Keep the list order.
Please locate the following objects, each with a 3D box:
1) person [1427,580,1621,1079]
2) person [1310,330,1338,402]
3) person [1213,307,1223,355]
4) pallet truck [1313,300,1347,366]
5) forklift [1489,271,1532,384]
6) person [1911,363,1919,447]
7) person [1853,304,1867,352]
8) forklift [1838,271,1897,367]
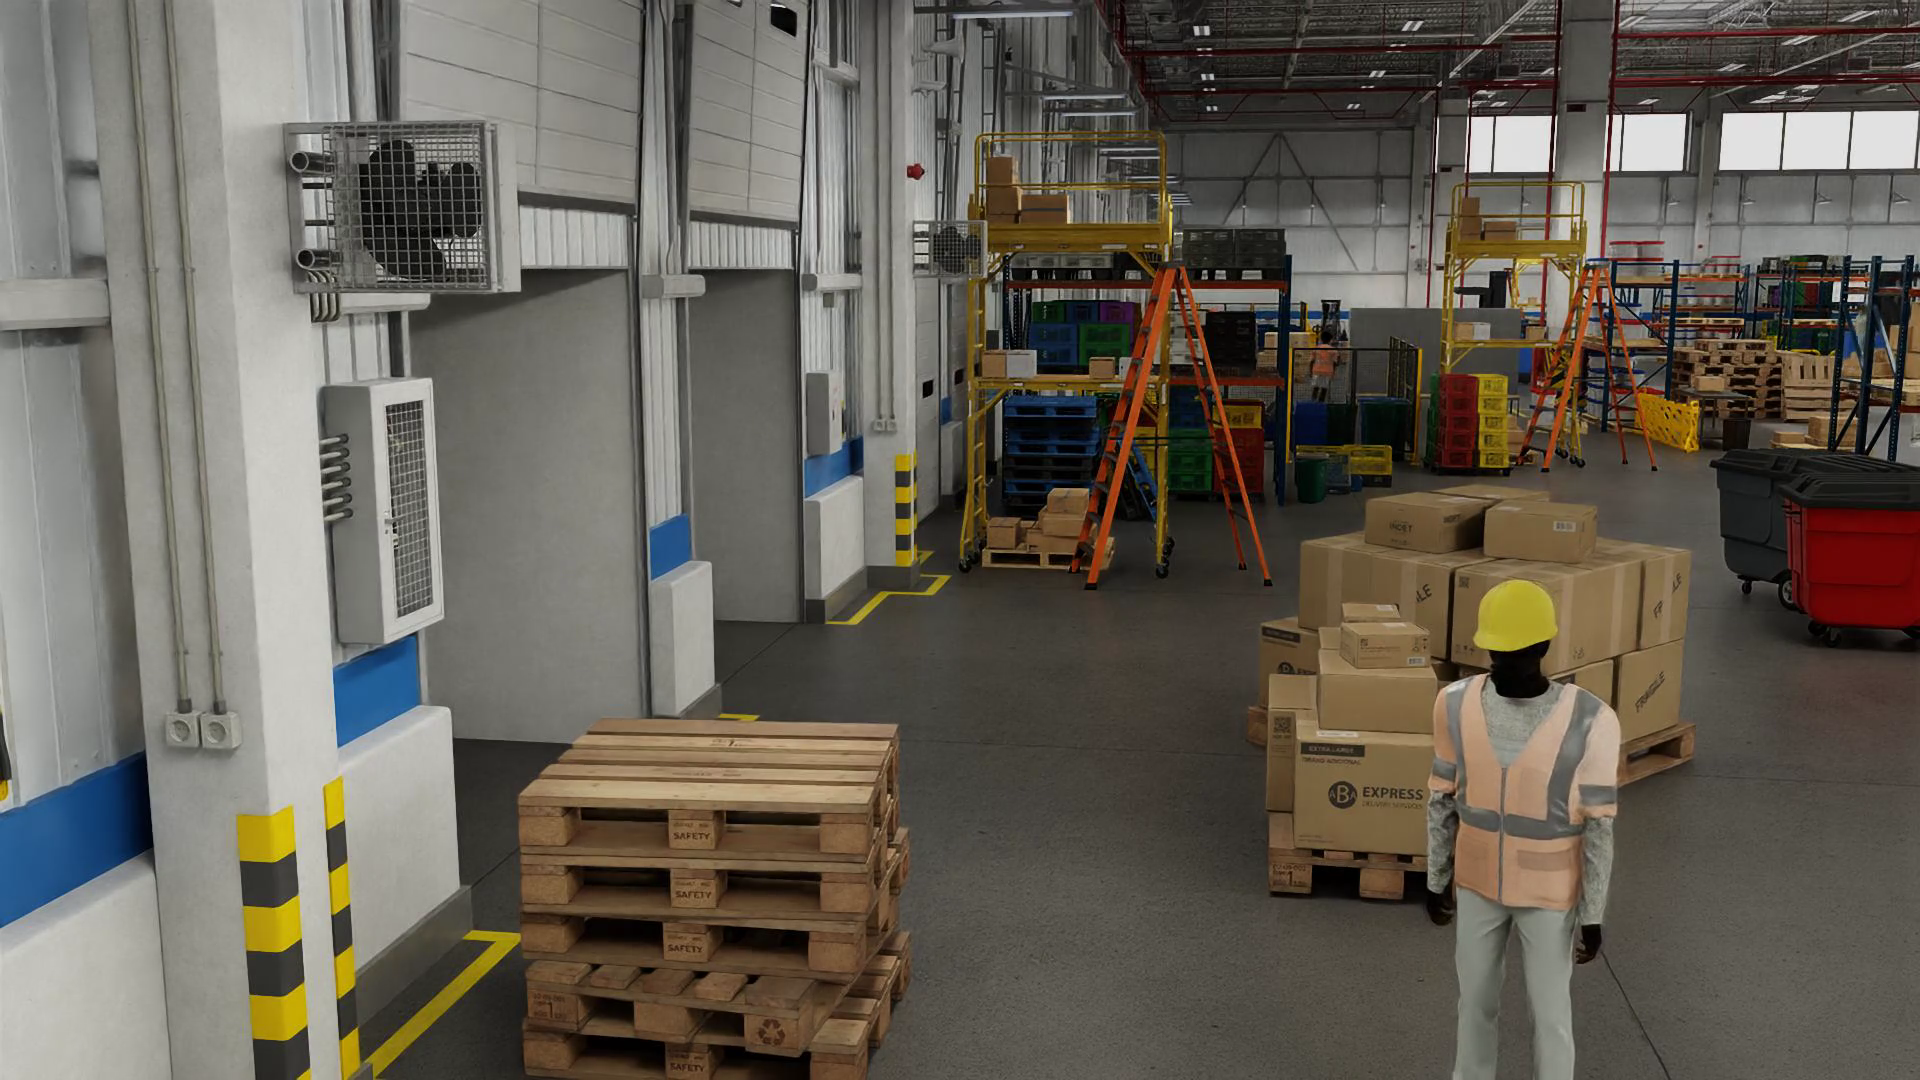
[{"bbox_3d":[1.715,1.064,5.173,0.586,1.918,0.398,7,12,38],"label":"person"},{"bbox_3d":[7.171,-3.296,32.806,0.520,1.670,0.365,4,10,23],"label":"person"},{"bbox_3d":[6.401,-4.906,41.964,0.601,1.923,0.505,-4,10,-25],"label":"person"},{"bbox_3d":[11.159,-6.200,49.718,0.823,1.965,1.885,4,10,26],"label":"pallet truck"},{"bbox_3d":[13.422,-5.322,41.591,1.873,2.768,1.129,1,9,9],"label":"forklift"},{"bbox_3d":[15.592,-2.355,26.804,0.319,1.739,0.484,9,13,44],"label":"person"},{"bbox_3d":[25.764,-5.764,47.352,0.932,1.908,0.648,0,9,3],"label":"person"},{"bbox_3d":[26.450,-6.326,47.781,1.873,2.768,1.129,2,9,9],"label":"forklift"}]
